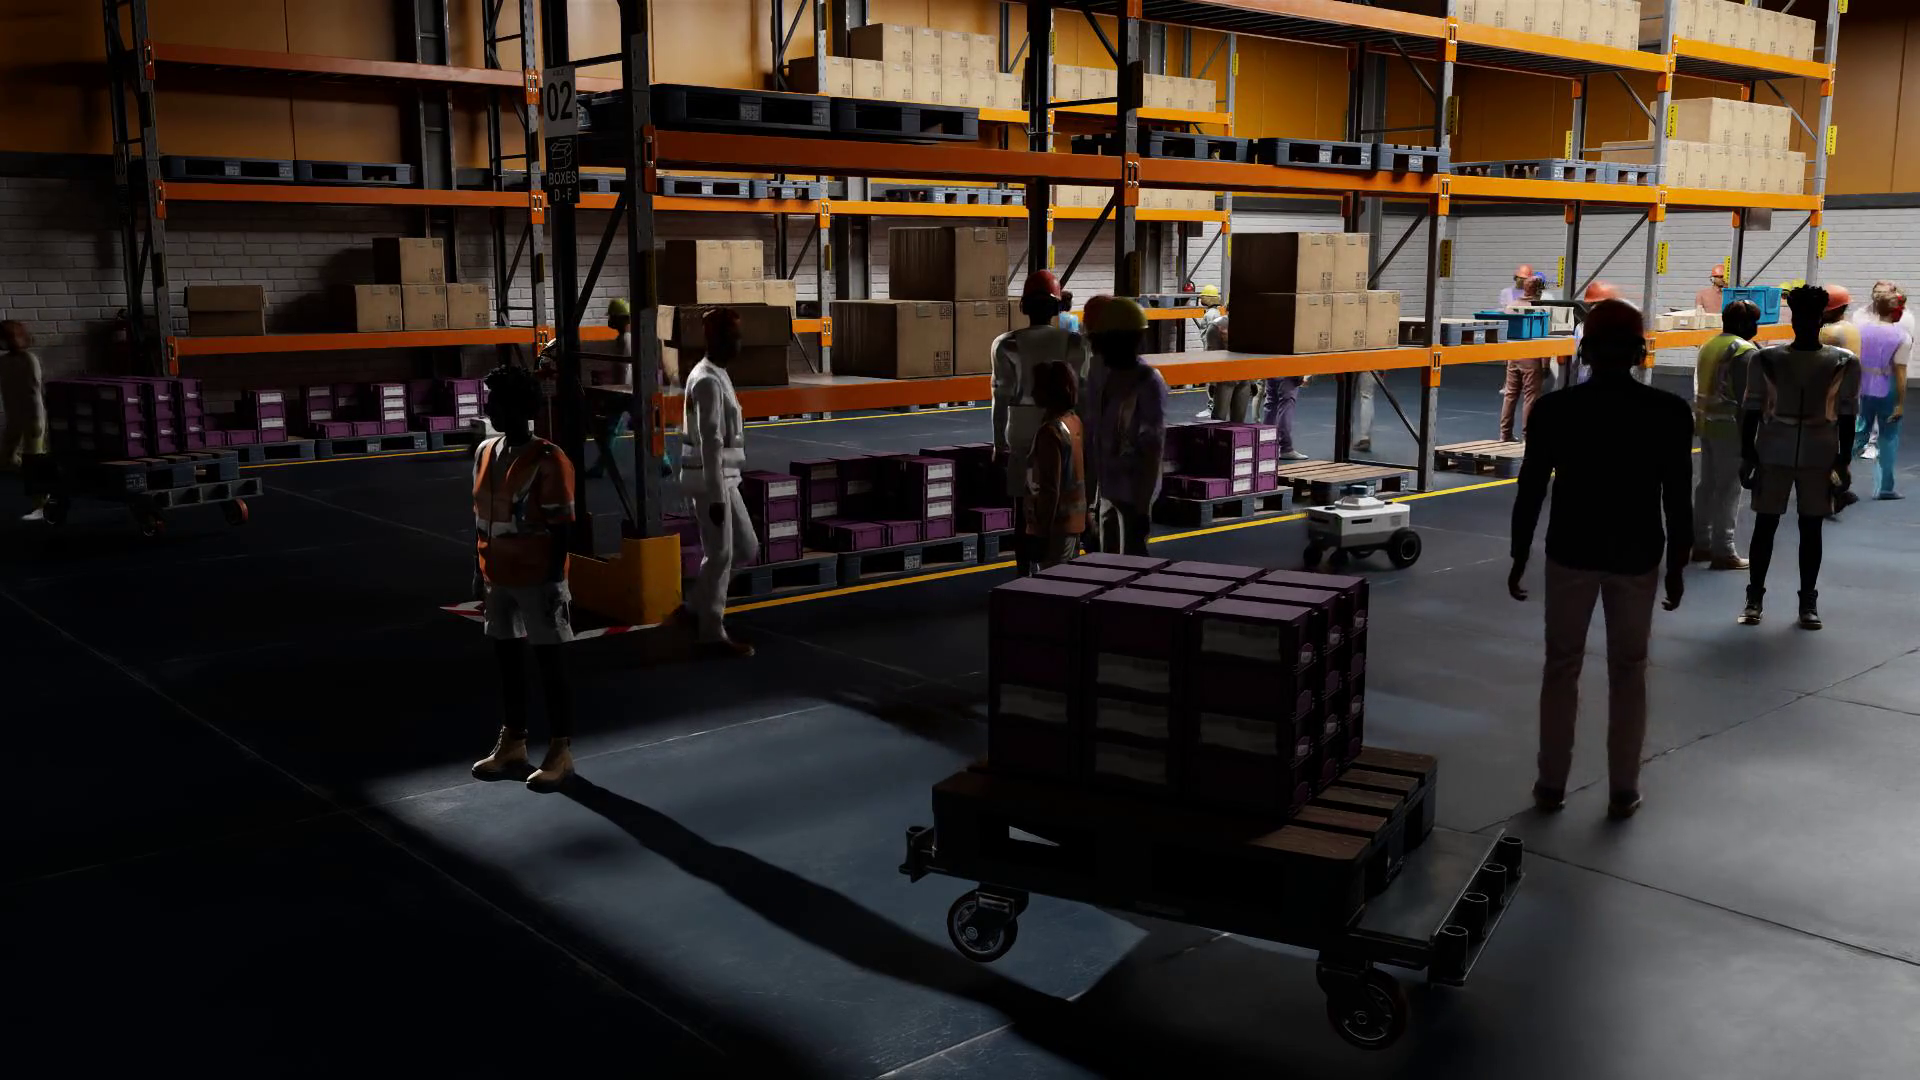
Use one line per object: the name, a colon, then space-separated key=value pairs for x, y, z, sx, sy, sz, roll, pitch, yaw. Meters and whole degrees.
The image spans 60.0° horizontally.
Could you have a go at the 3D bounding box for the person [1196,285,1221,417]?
person: x=3.292 y=-2.491 z=21.997 sx=0.295 sy=1.744 sz=0.484 roll=3 pitch=10 yaw=16

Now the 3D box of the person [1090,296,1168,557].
person: x=0.823 y=-0.255 z=8.368 sx=0.373 sy=1.927 sz=0.589 roll=-4 pitch=10 yaw=-20

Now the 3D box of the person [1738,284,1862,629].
person: x=4.792 y=-0.474 z=9.534 sx=0.607 sy=1.965 sz=0.366 roll=4 pitch=11 yaw=24

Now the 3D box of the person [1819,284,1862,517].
person: x=7.146 y=-1.130 z=13.553 sx=0.576 sy=1.905 sz=0.539 roll=-7 pitch=12 yaw=-37

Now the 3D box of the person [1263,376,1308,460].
person: x=3.416 y=-1.798 z=17.457 sx=0.402 sy=1.911 sz=0.638 roll=-4 pitch=10 yaw=-21

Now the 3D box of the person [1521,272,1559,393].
person: x=8.921 y=-3.132 z=25.327 sx=0.626 sy=1.898 sz=0.905 roll=-3 pitch=10 yaw=-15

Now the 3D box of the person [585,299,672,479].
person: x=-3.188 y=-1.433 z=15.868 sx=0.893 sy=1.720 sz=0.535 roll=-3 pitch=10 yaw=-17

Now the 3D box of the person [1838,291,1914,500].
person: x=7.910 y=-1.235 z=14.389 sx=0.743 sy=1.825 sz=0.579 roll=-4 pitch=11 yaw=-23

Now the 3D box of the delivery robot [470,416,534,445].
delivery robot: x=-4.820 y=-1.204 z=17.644 sx=0.707 sy=0.478 sz=0.477 roll=-7 pitch=12 yaw=-39

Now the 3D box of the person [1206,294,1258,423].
person: x=2.714 y=-1.591 z=16.490 sx=0.591 sy=1.824 sz=0.404 roll=-5 pitch=11 yaw=-26

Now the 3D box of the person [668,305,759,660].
person: x=-1.256 y=-0.290 z=8.727 sx=0.416 sy=1.870 sz=0.607 roll=-1 pitch=10 yaw=-4

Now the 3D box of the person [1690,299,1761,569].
person: x=5.261 y=-0.721 z=11.380 sx=0.429 sy=1.837 sz=0.629 roll=0 pitch=10 yaw=-1

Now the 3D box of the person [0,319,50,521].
person: x=-7.510 y=-0.964 z=13.388 sx=0.512 sy=1.620 sz=0.412 roll=5 pitch=11 yaw=25

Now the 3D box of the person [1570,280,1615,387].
person: x=5.590 y=-1.295 z=14.497 sx=0.543 sy=1.923 sz=0.552 roll=-5 pitch=11 yaw=-28

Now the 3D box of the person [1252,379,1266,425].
person: x=3.619 y=-2.122 z=19.478 sx=0.312 sy=1.864 sz=0.532 roll=-7 pitch=12 yaw=-37

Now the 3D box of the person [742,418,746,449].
person: x=-1.689 y=-0.784 z=12.314 sx=0.280 sy=1.636 sz=0.500 roll=-4 pitch=10 yaw=-21

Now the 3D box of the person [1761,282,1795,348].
person: x=11.477 y=-2.715 z=23.243 sx=0.532 sy=1.765 sz=0.328 roll=3 pitch=10 yaw=19

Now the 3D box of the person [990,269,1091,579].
person: x=0.483 y=-0.612 z=10.114 sx=0.609 sy=2.044 sz=0.397 roll=0 pitch=10 yaw=-2

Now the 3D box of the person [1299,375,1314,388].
person: x=5.688 y=-3.442 z=27.076 sx=0.625 sy=1.922 sz=0.669 roll=7 pitch=12 yaw=35

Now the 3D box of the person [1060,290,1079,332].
person: x=1.327 y=-2.404 z=21.636 sx=0.535 sy=1.685 sz=0.546 roll=-7 pitch=12 yaw=-36

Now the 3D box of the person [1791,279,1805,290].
person: x=12.567 y=-3.014 z=24.952 sx=0.737 sy=1.786 sz=0.417 roll=-6 pitch=11 yaw=-32

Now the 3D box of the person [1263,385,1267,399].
person: x=4.633 y=-2.980 z=24.638 sx=0.405 sy=1.823 sz=0.591 roll=-6 pitch=12 yaw=-33

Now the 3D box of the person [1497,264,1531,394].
person: x=8.603 y=-3.242 z=25.644 sx=0.689 sy=1.999 sz=0.639 roll=-8 pitch=13 yaw=-39

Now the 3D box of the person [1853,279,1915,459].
person: x=9.668 y=-1.799 z=17.515 sx=0.491 sy=1.886 sz=0.662 roll=-6 pitch=11 yaw=-31

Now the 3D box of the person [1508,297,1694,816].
person: x=2.470 y=0.057 z=6.429 sx=0.645 sy=1.969 sz=0.463 roll=3 pitch=10 yaw=16

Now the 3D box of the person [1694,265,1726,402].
person: x=10.983 y=-2.997 z=24.216 sx=0.612 sy=1.997 sz=0.375 roll=0 pitch=10 yaw=0

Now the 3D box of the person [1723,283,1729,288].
person: x=11.730 y=-3.151 z=25.550 sx=0.417 sy=1.848 sz=0.528 roll=-6 pitch=11 yaw=-31

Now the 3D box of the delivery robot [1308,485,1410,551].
delivery robot: x=2.725 y=-0.131 z=11.376 sx=0.707 sy=0.478 sz=0.477 roll=-5 pitch=11 yaw=-28

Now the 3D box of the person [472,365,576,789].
person: x=-1.766 y=0.145 z=6.698 sx=0.535 sy=1.697 sz=0.318 roll=6 pitch=11 yaw=32

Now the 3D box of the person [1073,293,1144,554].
person: x=0.873 y=-0.564 z=10.243 sx=0.544 sy=1.911 sz=0.659 roll=3 pitch=10 yaw=15

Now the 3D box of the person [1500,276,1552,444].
person: x=6.431 y=-2.022 z=18.805 sx=0.398 sy=1.900 sz=0.634 roll=-6 pitch=12 yaw=-33

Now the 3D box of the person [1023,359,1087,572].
person: x=0.454 y=-0.039 z=7.936 sx=0.307 sy=1.643 sz=0.514 roll=3 pitch=10 yaw=14

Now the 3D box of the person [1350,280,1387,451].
person: x=4.442 y=-1.938 z=18.414 sx=0.638 sy=1.868 sz=1.099 roll=1 pitch=10 yaw=6
